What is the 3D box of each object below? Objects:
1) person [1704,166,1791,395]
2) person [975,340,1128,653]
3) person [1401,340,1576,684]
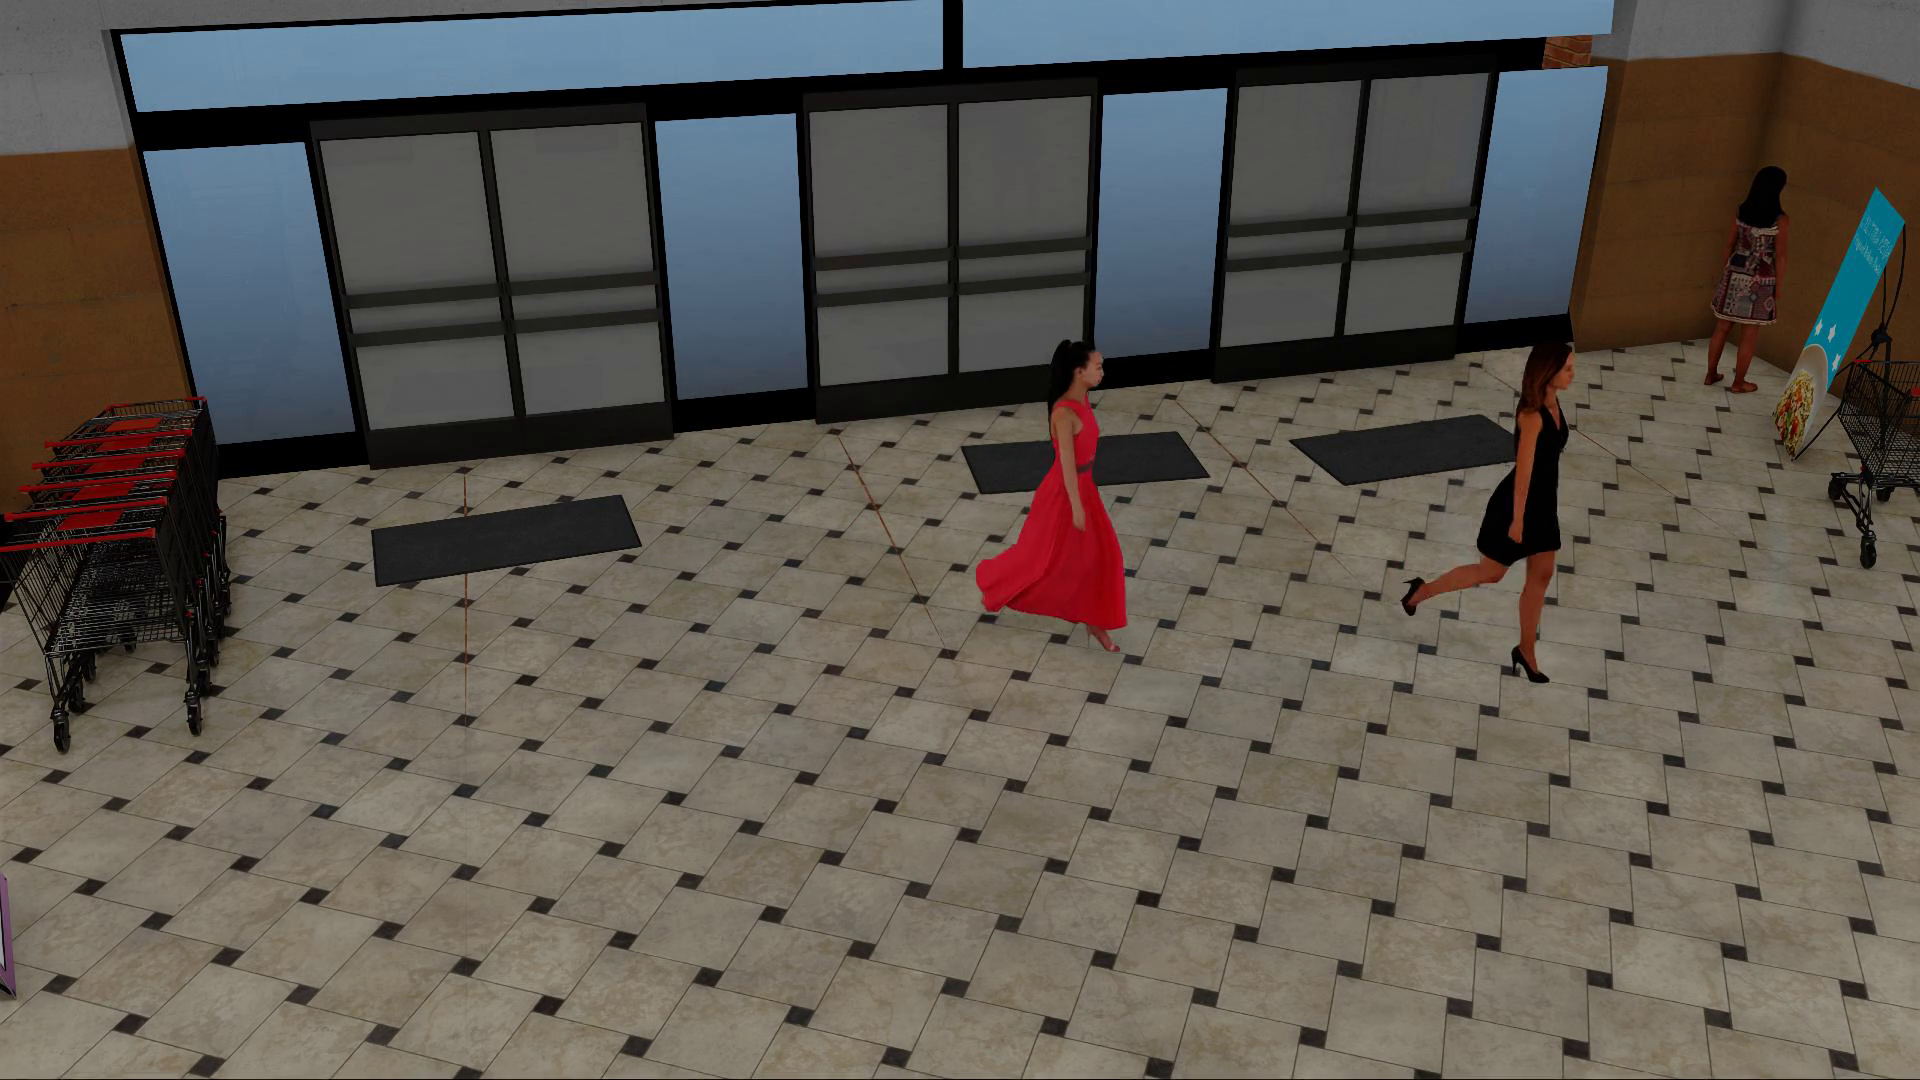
[{"bbox_3d":[5.688,-1.879,11.994,0.778,1.645,0.609,-19,32,-33],"label":"person"},{"bbox_3d":[0.471,-0.205,8.644,1.116,1.689,1.085,14,30,26],"label":"person"},{"bbox_3d":[2.736,-0.140,8.374,1.114,1.817,1.003,17,32,30],"label":"person"}]
